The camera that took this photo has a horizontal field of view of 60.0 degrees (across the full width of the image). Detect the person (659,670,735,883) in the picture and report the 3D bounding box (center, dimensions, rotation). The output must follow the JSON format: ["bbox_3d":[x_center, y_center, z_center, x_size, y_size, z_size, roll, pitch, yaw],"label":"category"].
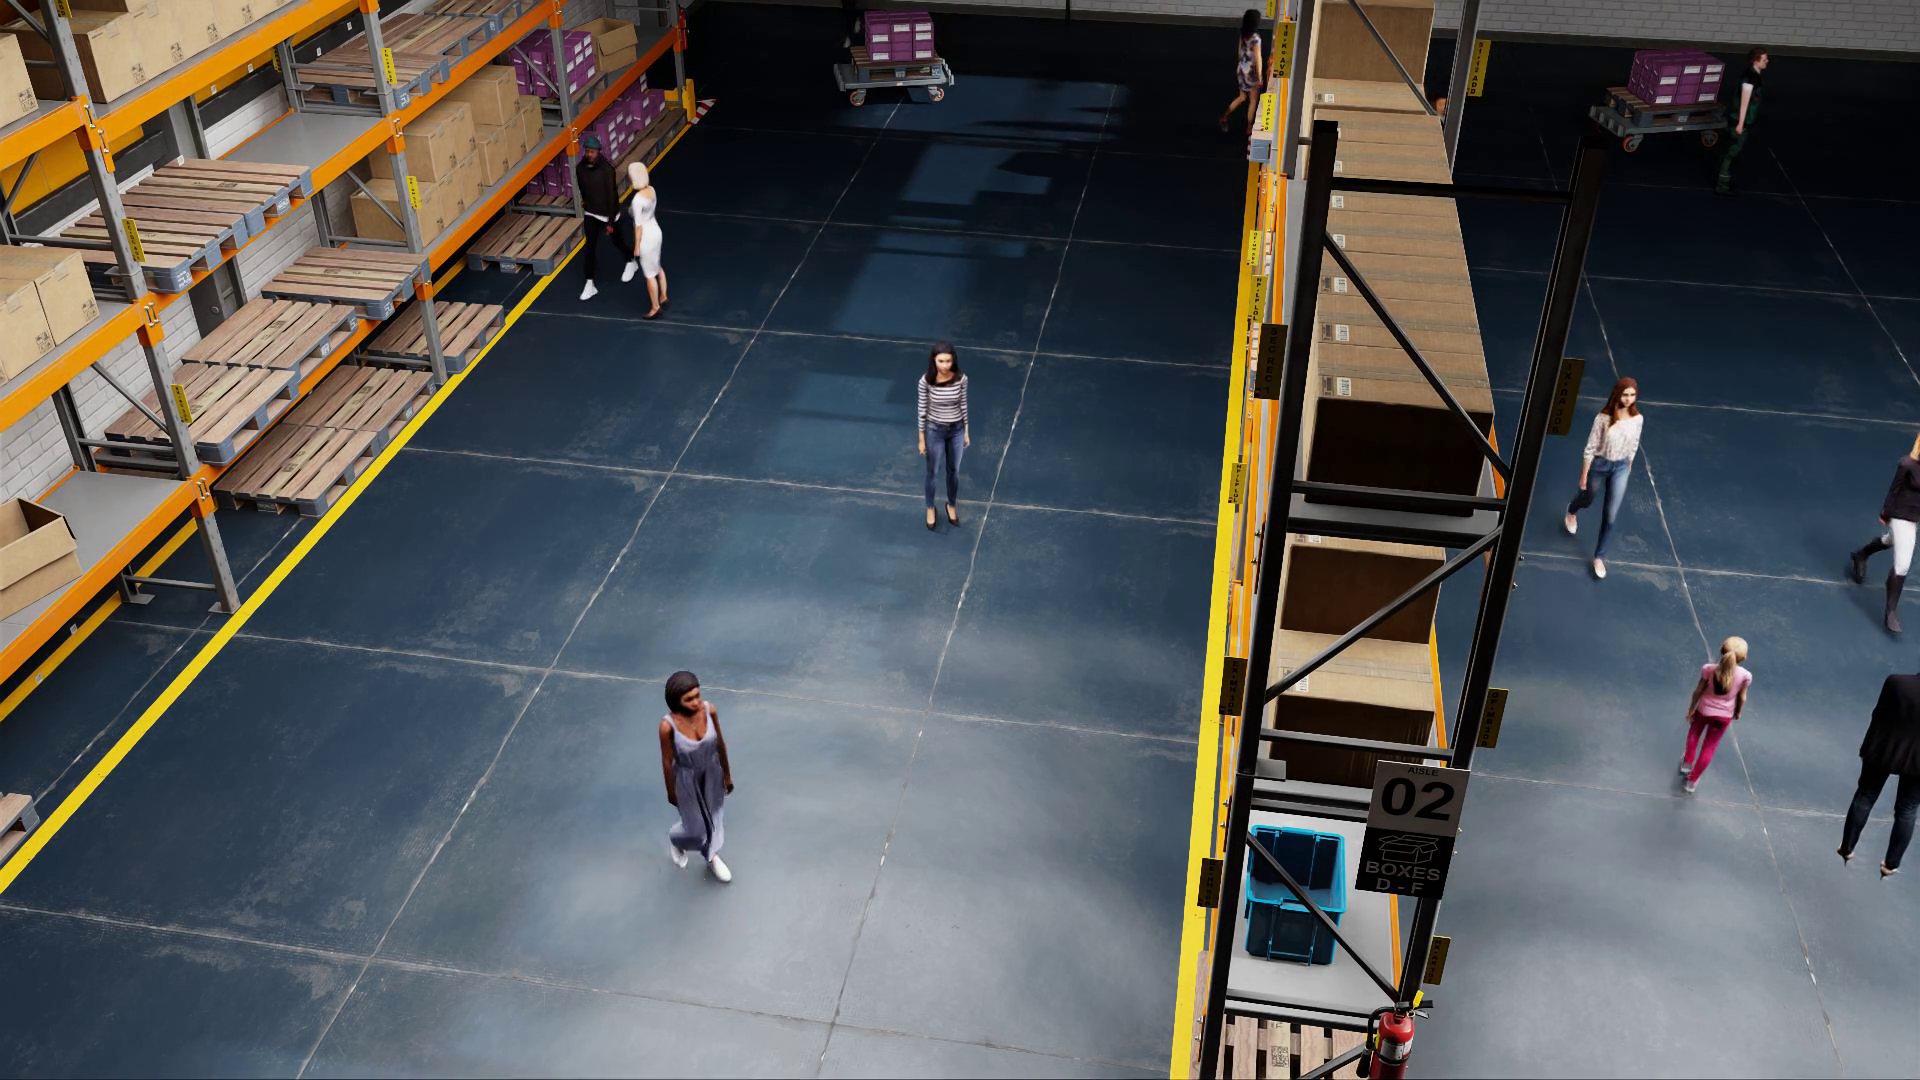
[{"bbox_3d":[-1.742,1.499,10.730,0.822,1.684,0.870,-24,41,-32],"label":"person"}]

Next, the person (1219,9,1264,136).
[{"bbox_3d":[3.829,-6.244,22.347,0.967,1.721,0.961,-18,37,-24],"label":"person"}]

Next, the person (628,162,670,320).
[{"bbox_3d":[-3.311,-3.193,17.733,0.646,1.748,0.478,10,35,14],"label":"person"}]

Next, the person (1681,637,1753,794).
[{"bbox_3d":[5.220,1.228,11.523,0.584,1.259,0.686,16,37,22],"label":"person"}]

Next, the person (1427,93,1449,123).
[{"bbox_3d":[5.760,-4.802,20.430,0.628,1.441,0.811,2,34,3],"label":"person"}]

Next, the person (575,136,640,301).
[{"bbox_3d":[-3.883,-3.604,18.326,0.747,1.776,1.193,10,35,14],"label":"person"}]

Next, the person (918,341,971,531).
[{"bbox_3d":[-0.134,-0.894,14.231,0.669,1.794,0.649,-8,34,-11],"label":"person"}]

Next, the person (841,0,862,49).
[{"bbox_3d":[-1.711,-8.622,25.929,0.634,1.716,1.117,8,34,11],"label":"person"}]

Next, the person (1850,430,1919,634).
[{"bbox_3d":[7.529,-0.199,13.290,0.752,1.679,1.278,-2,34,-2],"label":"person"}]

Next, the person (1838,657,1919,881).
[{"bbox_3d":[5.725,1.315,10.022,0.801,1.780,0.718,19,38,26],"label":"person"}]

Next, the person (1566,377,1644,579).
[{"bbox_3d":[5.367,-0.614,13.898,0.648,1.697,1.113,3,34,5],"label":"person"}]

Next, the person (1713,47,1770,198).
[{"bbox_3d":[9.721,-5.220,20.696,0.722,1.842,0.553,10,35,15],"label":"person"}]
